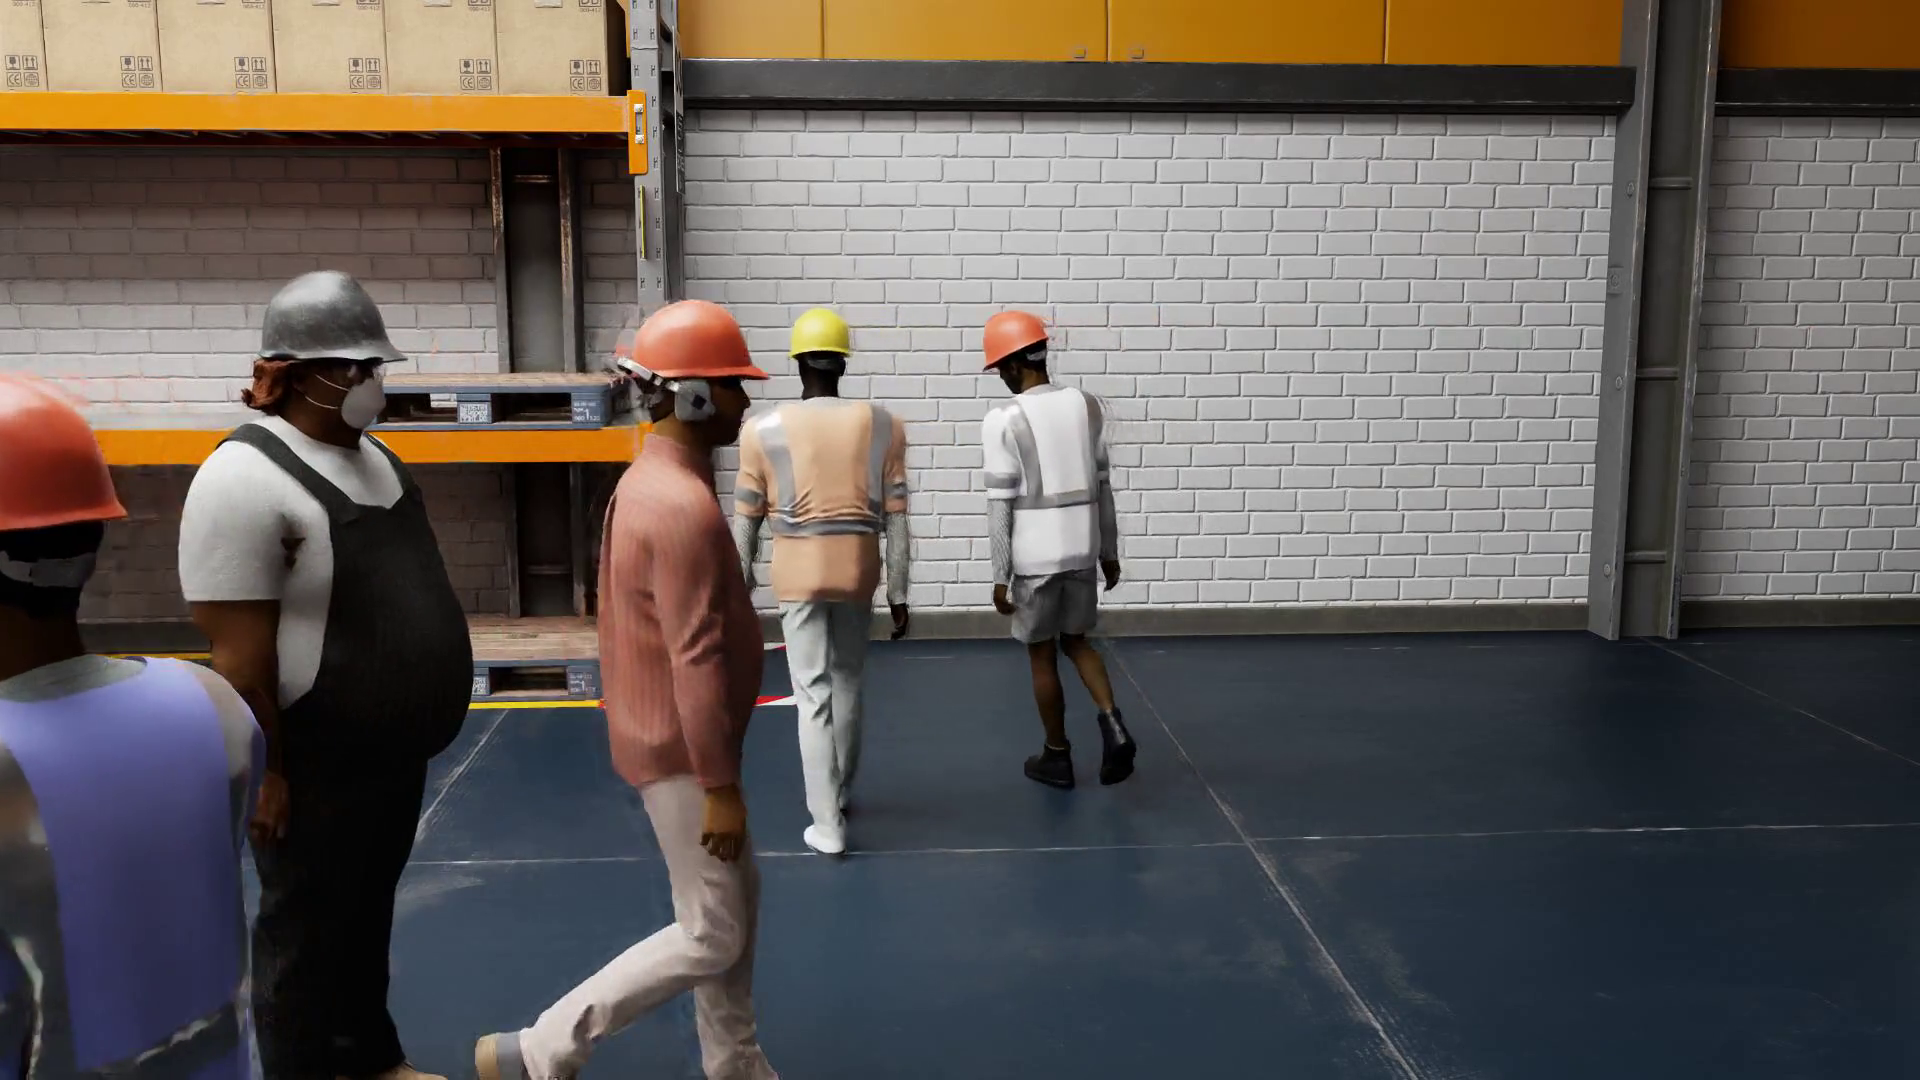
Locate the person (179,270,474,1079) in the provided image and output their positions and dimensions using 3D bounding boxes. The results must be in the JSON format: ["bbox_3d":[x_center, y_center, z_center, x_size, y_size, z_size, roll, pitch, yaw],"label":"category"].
[{"bbox_3d":[-1.371,0.414,3.761,0.536,2.000,0.688,1,9,8],"label":"person"}]

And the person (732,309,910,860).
[{"bbox_3d":[-0.520,0.131,5.971,0.599,1.896,0.822,-3,10,-18],"label":"person"}]

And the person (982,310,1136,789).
[{"bbox_3d":[0.382,0.068,6.391,0.626,1.890,0.621,-5,10,-29],"label":"person"}]

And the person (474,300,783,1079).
[{"bbox_3d":[-0.675,0.456,3.711,0.746,1.974,0.627,-2,9,-13],"label":"person"}]

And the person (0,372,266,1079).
[{"bbox_3d":[-1.032,0.770,1.906,0.584,1.916,0.547,3,10,20],"label":"person"}]
